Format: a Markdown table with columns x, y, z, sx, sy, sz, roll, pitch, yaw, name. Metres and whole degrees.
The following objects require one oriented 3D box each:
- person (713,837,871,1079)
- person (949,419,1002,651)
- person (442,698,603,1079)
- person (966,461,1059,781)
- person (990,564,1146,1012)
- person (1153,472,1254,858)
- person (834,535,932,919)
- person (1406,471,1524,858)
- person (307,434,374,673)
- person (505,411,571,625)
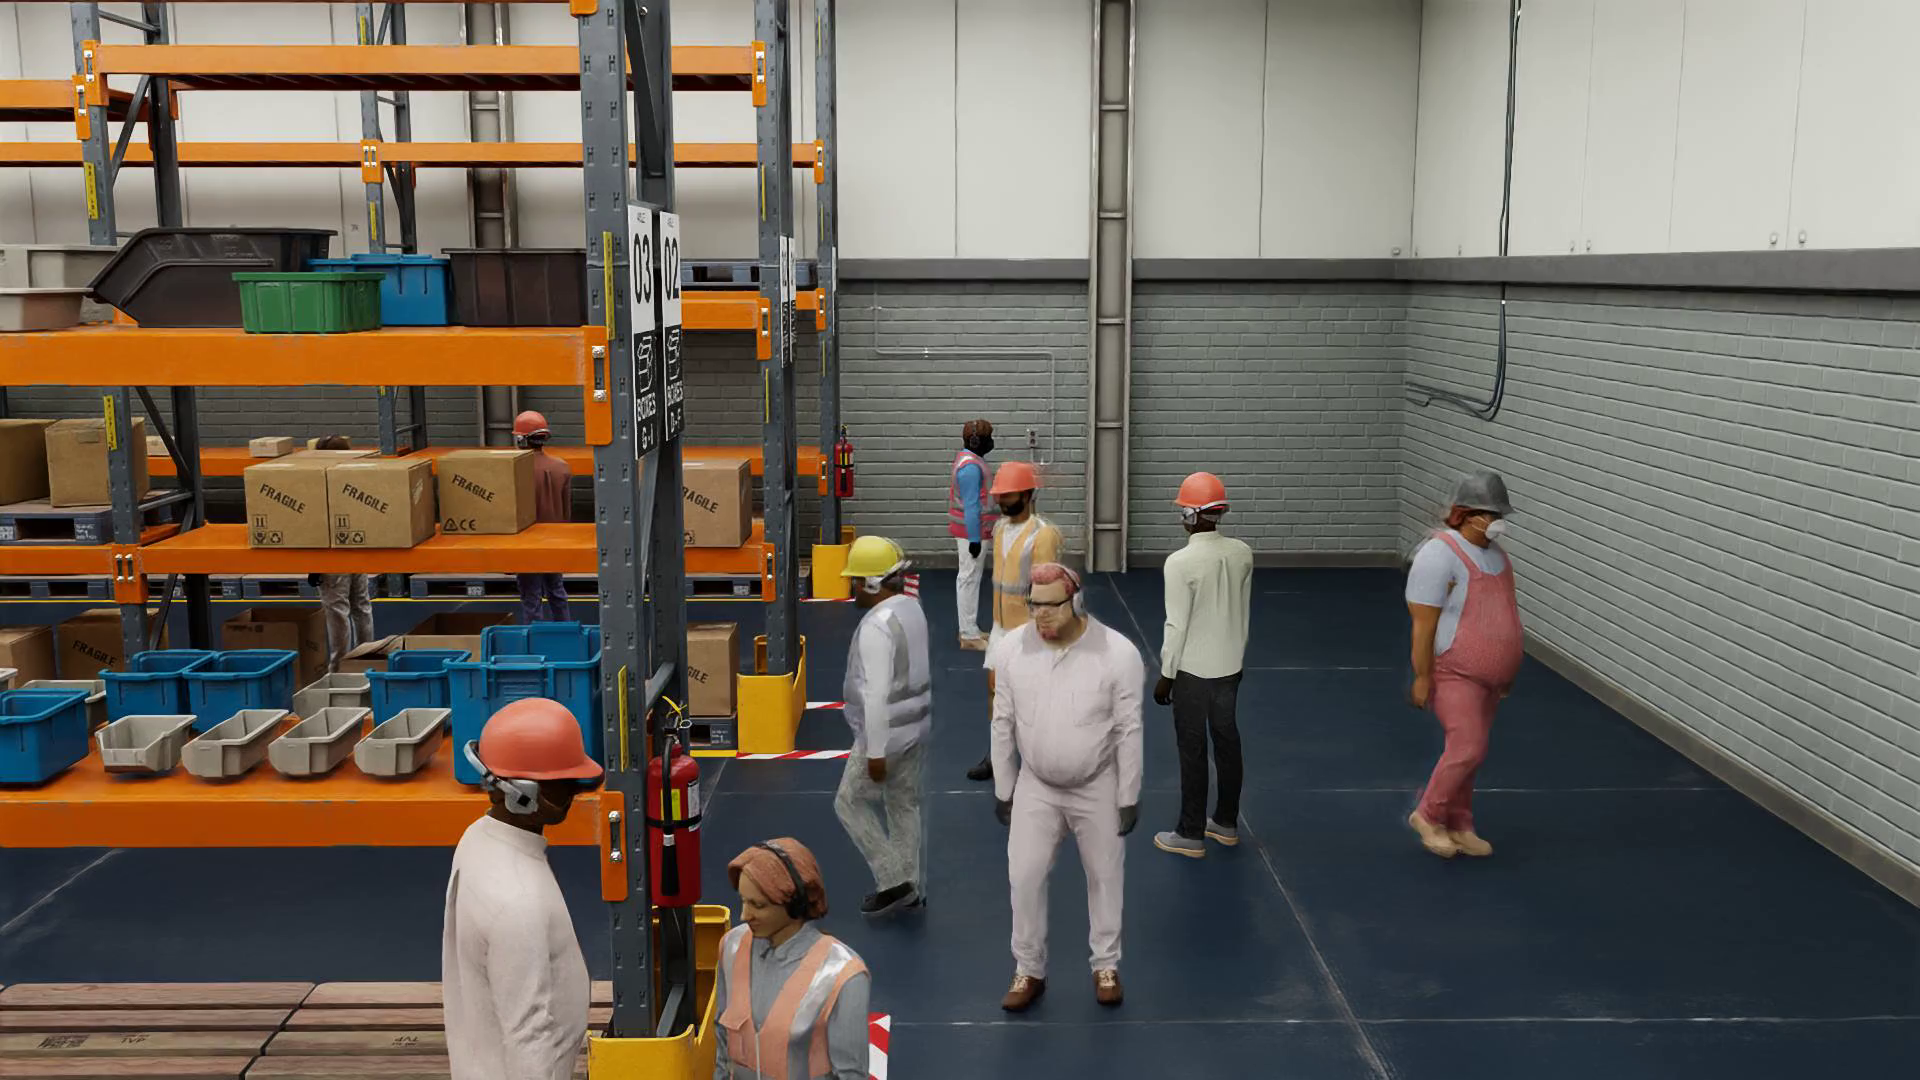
| x | y | z | sx | sy | sz | roll | pitch | yaw | name |
| --- | --- | --- | --- | --- | --- | --- | --- | --- | --- |
| -0.419 | 1.540 | 4.240 | 0.526 | 1.631 | 0.313 | 7 | 12 | 38 | person |
| 0.126 | -0.049 | 13.333 | 0.430 | 1.845 | 0.624 | 0 | 9 | 1 | person |
| -1.090 | 1.368 | 4.233 | 0.407 | 1.981 | 0.625 | -4 | 10 | -22 | person |
| 0.412 | 0.466 | 9.978 | 0.821 | 1.912 | 0.551 | -7 | 12 | -38 | person |
| 0.429 | 1.009 | 6.765 | 0.646 | 1.873 | 0.573 | 3 | 10 | 19 | person |
| 1.254 | 0.641 | 8.628 | 0.608 | 1.996 | 0.380 | -7 | 12 | -38 | person |
| -0.350 | 0.878 | 7.742 | 0.427 | 1.814 | 0.613 | 4 | 10 | 21 | person |
| 2.614 | 0.639 | 8.509 | 0.708 | 2.000 | 0.535 | -8 | 12 | -40 | person |
| -4.532 | 0.146 | 12.135 | 0.429 | 1.845 | 0.627 | 3 | 10 | 19 | person |
| -3.132 | 0.040 | 12.319 | 0.377 | 1.995 | 0.612 | 6 | 11 | 33 | person |
